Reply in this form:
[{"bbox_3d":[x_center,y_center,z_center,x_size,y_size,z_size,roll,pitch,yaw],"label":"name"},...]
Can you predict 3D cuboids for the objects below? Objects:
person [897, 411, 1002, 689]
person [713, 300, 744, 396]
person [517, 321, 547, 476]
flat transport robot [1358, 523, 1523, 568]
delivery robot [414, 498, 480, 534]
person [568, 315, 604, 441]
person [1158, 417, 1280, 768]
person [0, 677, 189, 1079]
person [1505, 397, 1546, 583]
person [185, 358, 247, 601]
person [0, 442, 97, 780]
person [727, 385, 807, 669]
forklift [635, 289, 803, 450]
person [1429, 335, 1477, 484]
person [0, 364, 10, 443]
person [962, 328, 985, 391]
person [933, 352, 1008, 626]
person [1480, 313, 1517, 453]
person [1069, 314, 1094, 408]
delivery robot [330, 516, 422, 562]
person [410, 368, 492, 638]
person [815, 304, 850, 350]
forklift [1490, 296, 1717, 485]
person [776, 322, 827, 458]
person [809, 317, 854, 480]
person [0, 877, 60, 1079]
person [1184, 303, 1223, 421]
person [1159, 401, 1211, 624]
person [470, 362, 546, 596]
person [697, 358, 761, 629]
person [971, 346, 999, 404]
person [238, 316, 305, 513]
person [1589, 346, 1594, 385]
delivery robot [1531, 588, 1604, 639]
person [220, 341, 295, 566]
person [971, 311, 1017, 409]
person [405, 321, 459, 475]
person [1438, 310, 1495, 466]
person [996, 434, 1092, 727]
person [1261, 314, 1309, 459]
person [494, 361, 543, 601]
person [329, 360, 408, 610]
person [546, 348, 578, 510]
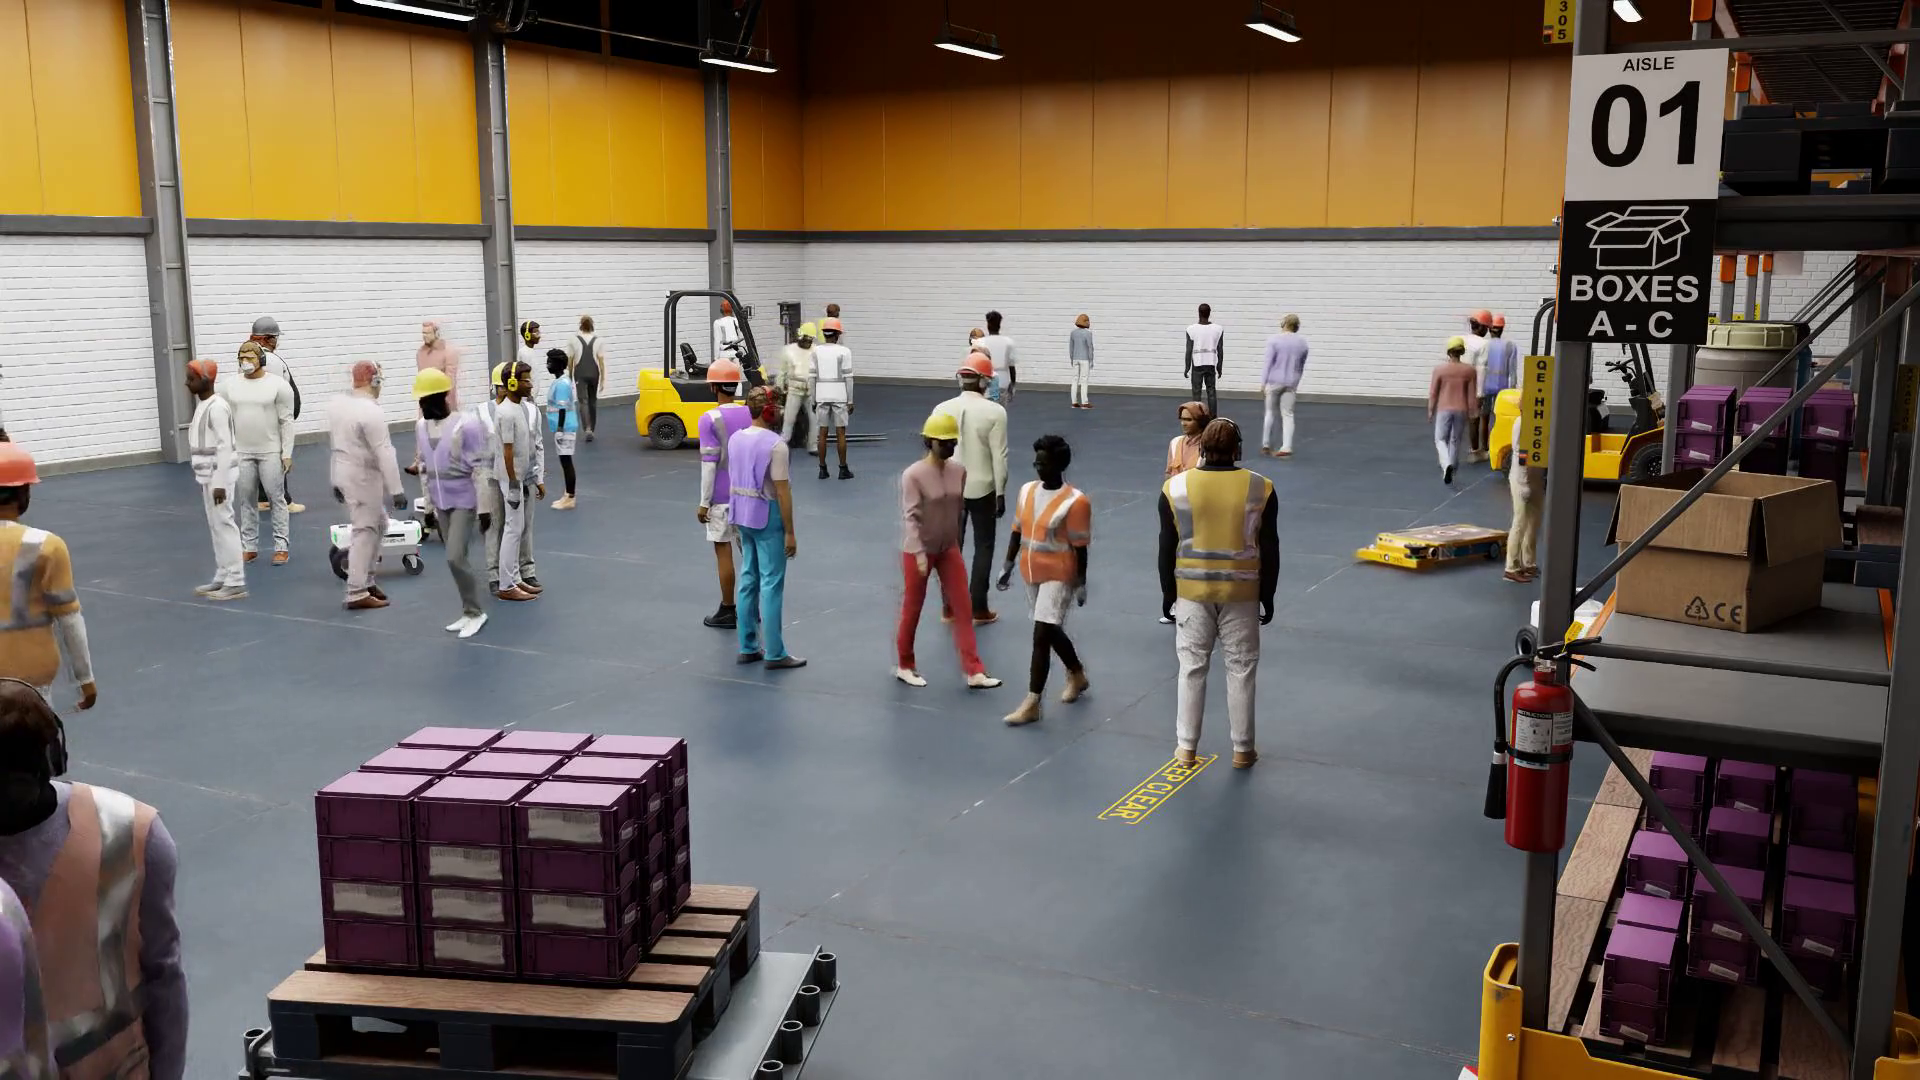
[{"bbox_3d":[-0.092,0.085,10.128,0.549,1.728,0.850,-8,13,-40],"label":"person"},{"bbox_3d":[-3.936,-3.124,28.275,0.572,1.883,0.353,-8,12,-37],"label":"person"},{"bbox_3d":[-5.188,-1.709,20.121,0.323,1.870,0.518,-2,10,-10],"label":"person"},{"bbox_3d":[4.234,0.038,14.626,1.431,0.197,0.652,-7,12,-35],"label":"flat transport robot"},{"bbox_3d":[-4.758,-0.319,15.590,0.477,0.478,0.707,5,11,29],"label":"delivery robot"},{"bbox_3d":[-5.356,-2.331,23.937,0.507,1.803,0.957,-4,10,-20],"label":"person"},{"bbox_3d":[1.344,0.281,8.681,0.627,1.844,0.429,2,10,9],"label":"person"},{"bbox_3d":[-1.916,1.186,3.441,0.627,1.844,0.429,-6,11,-31],"label":"person"},{"bbox_3d":[4.675,-0.456,13.634,0.297,1.615,0.533,9,13,43],"label":"person"},{"bbox_3d":[-5.787,-0.473,12.919,0.337,1.883,0.583,-7,12,-33],"label":"person"},{"bbox_3d":[-3.982,0.527,7.104,0.571,1.885,0.997,1,10,4],"label":"person"},{"bbox_3d":[-1.292,-0.070,10.770,0.602,1.846,0.385,9,14,44],"label":"person"},{"bbox_3d":[-3.358,-2.392,23.136,2.313,2.155,1.214,-1,10,-5],"label":"forklift"},{"bbox_3d":[5.695,-1.489,19.201,0.532,1.742,0.680,1,10,4],"label":"person"},{"bbox_3d":[-7.925,-0.557,13.544,0.599,1.838,0.525,-1,10,-7],"label":"person"},{"bbox_3d":[0.241,-2.179,23.519,0.498,1.634,0.280,6,11,31],"label":"person"},{"bbox_3d":[0.080,-0.374,12.113,0.637,1.970,0.462,5,11,26],"label":"person"},{"bbox_3d":[6.849,-1.949,21.377,0.568,1.924,0.531,3,10,16],"label":"person"},{"bbox_3d":[2.119,-3.098,28.841,0.279,1.631,0.507,-10,14,-44],"label":"person"},{"bbox_3d":[-4.874,-0.025,13.898,0.707,0.478,0.477,-4,11,-23],"label":"delivery robot"},{"bbox_3d":[-3.568,-0.260,11.678,0.610,1.891,0.548,6,12,32],"label":"person"},{"bbox_3d":[-2.121,-3.173,28.784,0.643,1.803,0.874,8,12,38],"label":"person"},{"bbox_3d":[7.296,-1.677,18.993,2.313,2.155,1.214,5,11,27],"label":"forklift"},{"bbox_3d":[-2.146,-1.938,21.693,0.815,1.794,0.404,-3,10,-17],"label":"person"},{"bbox_3d":[-1.517,-1.678,19.771,0.543,1.928,0.372,2,10,13],"label":"person"},{"bbox_3d":[-1.702,1.193,2.984,0.653,1.989,0.906,9,13,41],"label":"person"},{"bbox_3d":[3.730,-2.650,25.433,0.598,1.915,0.375,-1,10,-7],"label":"person"},{"bbox_3d":[1.676,-0.177,11.914,0.311,1.638,0.522,-9,13,-42],"label":"person"},{"bbox_3d":[-3.555,-0.484,13.134,0.590,1.833,0.404,-7,12,-33],"label":"person"},{"bbox_3d":[-1.675,-0.332,11.955,0.374,1.935,0.552,8,13,40],"label":"person"},{"bbox_3d":[0.239,-1.373,18.838,0.510,1.640,0.308,9,13,43],"label":"person"},{"bbox_3d":[-7.113,-1.299,17.250,0.688,2.000,0.539,8,13,39],"label":"person"},{"bbox_3d":[9.460,-2.500,25.361,0.310,1.642,0.514,-3,10,-16],"label":"person"},{"bbox_3d":[3.966,0.548,10.586,0.477,0.478,0.707,-3,10,-16],"label":"delivery robot"},{"bbox_3d":[-6.039,-0.741,14.317,0.631,1.940,0.372,0,10,-2],"label":"person"},{"bbox_3d":[0.409,-2.049,21.933,0.626,1.911,0.993,-2,10,-13],"label":"person"},{"bbox_3d":[-6.360,-1.721,20.228,0.650,1.858,0.982,4,10,20],"label":"person"},{"bbox_3d":[6.406,-1.903,20.978,1.019,1.974,0.703,-7,12,-33],"label":"person"},{"bbox_3d":[0.533,0.199,9.679,0.820,1.659,0.536,-8,13,-40],"label":"person"},{"bbox_3d":[4.254,-2.033,21.982,0.696,1.876,0.845,-2,10,-9],"label":"person"},{"bbox_3d":[-3.443,-0.455,12.902,0.328,1.861,0.497,-2,10,-10],"label":"person"},{"bbox_3d":[-4.460,-0.413,12.581,0.544,1.884,0.712,-8,13,-39],"label":"person"},{"bbox_3d":[-4.174,-1.161,17.459,0.319,1.699,0.535,-2,10,-14],"label":"person"}]
